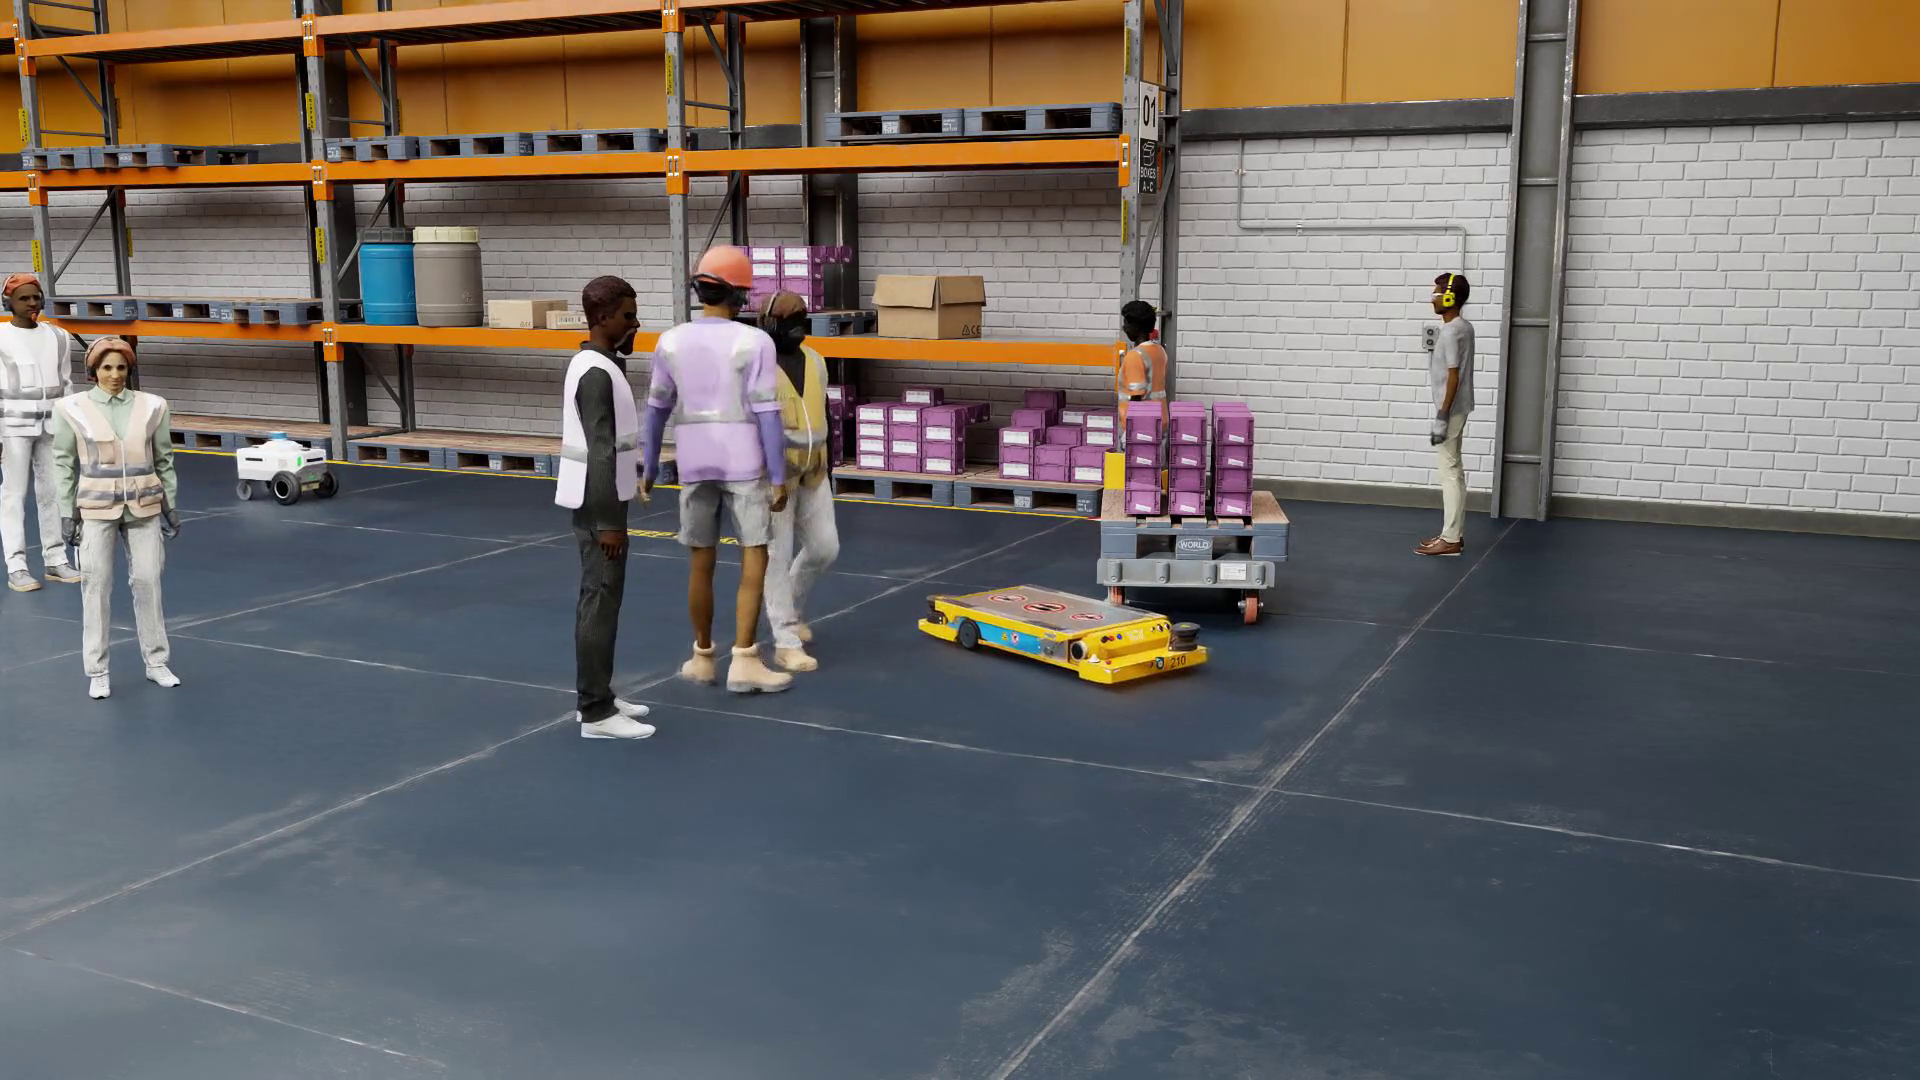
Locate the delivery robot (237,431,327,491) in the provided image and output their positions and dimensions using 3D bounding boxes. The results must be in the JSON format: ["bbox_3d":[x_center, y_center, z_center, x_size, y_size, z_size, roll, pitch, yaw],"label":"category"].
[{"bbox_3d":[-5.476,-0.633,13.421,0.707,0.478,0.477,4,11,23],"label":"delivery robot"}]

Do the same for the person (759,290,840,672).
[{"bbox_3d":[-0.843,-0.295,8.095,0.650,1.833,0.533,-9,13,-42],"label":"person"}]

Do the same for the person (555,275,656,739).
[{"bbox_3d":[-1.499,-0.135,6.940,0.371,1.915,0.597,-2,10,-14],"label":"person"}]

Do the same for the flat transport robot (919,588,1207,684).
[{"bbox_3d":[0.487,0.443,8.340,0.652,0.197,1.431,-8,13,-39],"label":"flat transport robot"}]

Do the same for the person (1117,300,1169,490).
[{"bbox_3d":[1.209,-0.738,11.033,0.321,1.692,0.530,5,11,26],"label":"person"}]

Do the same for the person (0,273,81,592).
[{"bbox_3d":[-5.555,-0.647,9.970,0.362,1.882,0.576,6,11,29],"label":"person"}]

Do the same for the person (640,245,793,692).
[{"bbox_3d":[-1.143,-0.317,7.640,0.791,2.043,0.497,3,10,18],"label":"person"}]

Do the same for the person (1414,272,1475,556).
[{"bbox_3d":[3.232,-0.828,11.035,0.329,1.874,0.518,5,11,26],"label":"person"}]

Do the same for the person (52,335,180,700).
[{"bbox_3d":[-3.836,-0.110,7.591,0.511,1.639,0.308,-9,13,-40],"label":"person"}]
